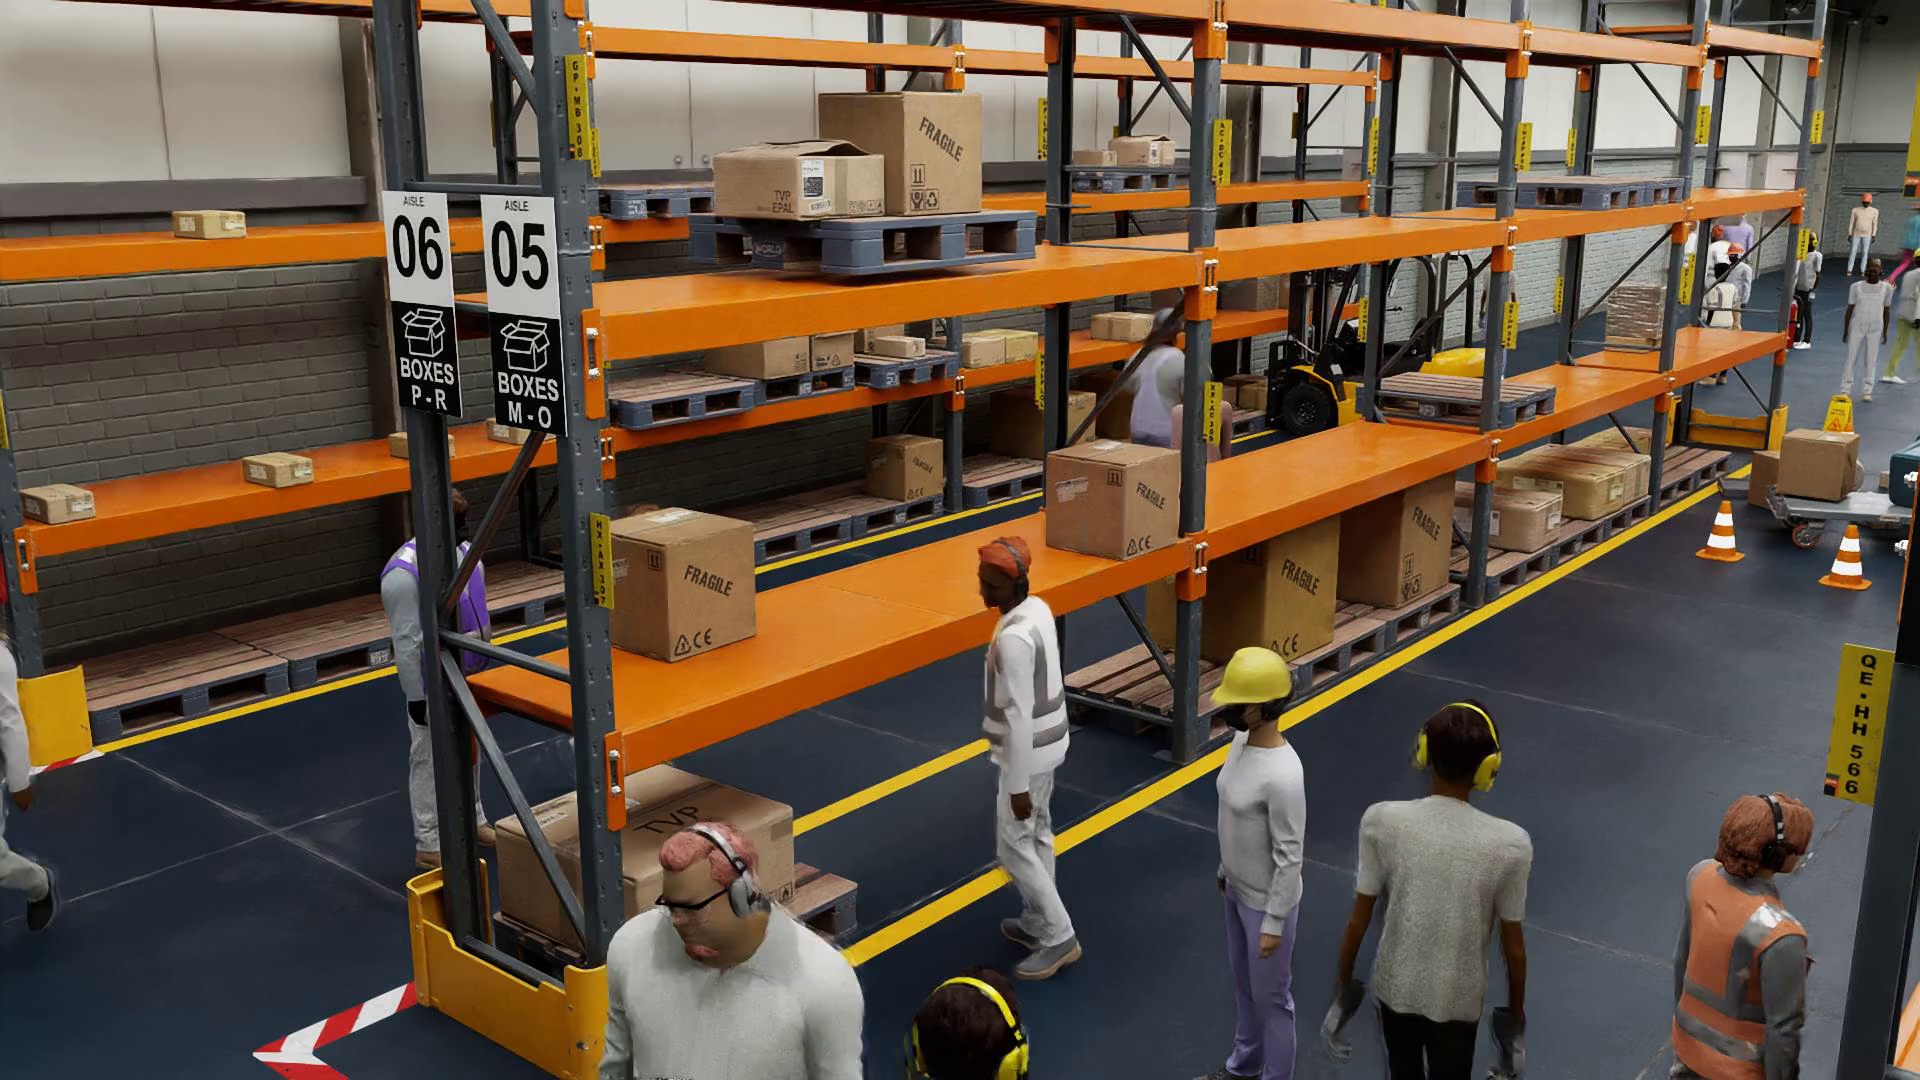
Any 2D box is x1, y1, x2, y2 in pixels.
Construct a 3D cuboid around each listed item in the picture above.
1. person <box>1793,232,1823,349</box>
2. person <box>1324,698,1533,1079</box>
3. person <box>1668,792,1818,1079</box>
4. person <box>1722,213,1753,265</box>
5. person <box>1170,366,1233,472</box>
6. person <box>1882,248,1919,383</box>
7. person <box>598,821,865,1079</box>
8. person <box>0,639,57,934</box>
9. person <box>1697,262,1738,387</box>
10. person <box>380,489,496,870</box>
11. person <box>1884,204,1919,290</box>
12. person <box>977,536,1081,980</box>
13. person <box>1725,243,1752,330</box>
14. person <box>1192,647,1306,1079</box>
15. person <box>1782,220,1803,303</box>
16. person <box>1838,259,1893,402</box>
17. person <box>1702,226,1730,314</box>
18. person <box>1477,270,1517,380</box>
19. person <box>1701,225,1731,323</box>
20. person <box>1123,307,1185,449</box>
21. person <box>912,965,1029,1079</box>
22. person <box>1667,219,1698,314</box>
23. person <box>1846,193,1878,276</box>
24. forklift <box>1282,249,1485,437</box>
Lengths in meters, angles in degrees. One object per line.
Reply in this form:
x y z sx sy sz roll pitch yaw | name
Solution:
13.596 -4.016 26.772 0.328 1.873 0.512 -2 14 -8 | person
1.358 1.387 4.871 0.571 1.834 0.805 8 16 28 | person
2.214 1.502 4.780 0.313 1.639 0.517 -2 14 -6 | person
15.935 -5.854 34.270 0.647 1.870 0.925 5 15 20 | person
1.821 -0.509 12.728 0.524 1.760 0.327 -5 15 -20 | person
13.283 -3.101 23.055 0.860 1.861 0.670 -1 14 -6 | person
-0.563 1.566 4.021 0.689 1.893 0.451 3 14 13 | person
-4.065 0.928 6.768 0.585 1.811 0.572 0 14 2 | person
10.387 -2.949 22.782 0.537 1.697 0.320 -8 16 -29 | person
-2.419 0.648 7.866 0.429 1.837 0.625 5 15 19 | person
20.873 -6.447 36.495 0.859 1.963 0.619 -2 14 -8 | person
0.303 0.875 6.876 0.409 1.873 0.758 3 14 14 | person
11.971 -3.725 25.828 0.335 1.749 0.575 -6 15 -22 | person
1.000 1.208 5.718 0.325 1.768 0.523 -2 14 -9 | person
15.475 -5.039 30.896 0.398 1.898 0.643 5 15 21 | person
11.703 -2.705 21.487 0.514 1.842 0.328 7 15 26 | person
12.944 -4.430 28.466 0.621 1.863 0.529 -4 14 -17 | person
7.449 -3.114 23.109 0.533 1.864 0.310 12 18 40 | person
13.706 -4.821 30.231 0.568 1.794 0.886 11 18 39 | person
1.687 -0.944 13.910 0.692 2.000 0.624 13 19 43 | person
0.012 1.731 3.412 0.536 1.851 0.382 7 15 25 | person
13.850 -5.268 31.904 0.603 1.853 0.408 -9 16 -33 | person
21.839 -7.393 40.269 0.608 1.994 0.382 6 15 24 | person
4.886 -2.214 18.767 2.313 2.155 1.214 11 18 38 | forklift
